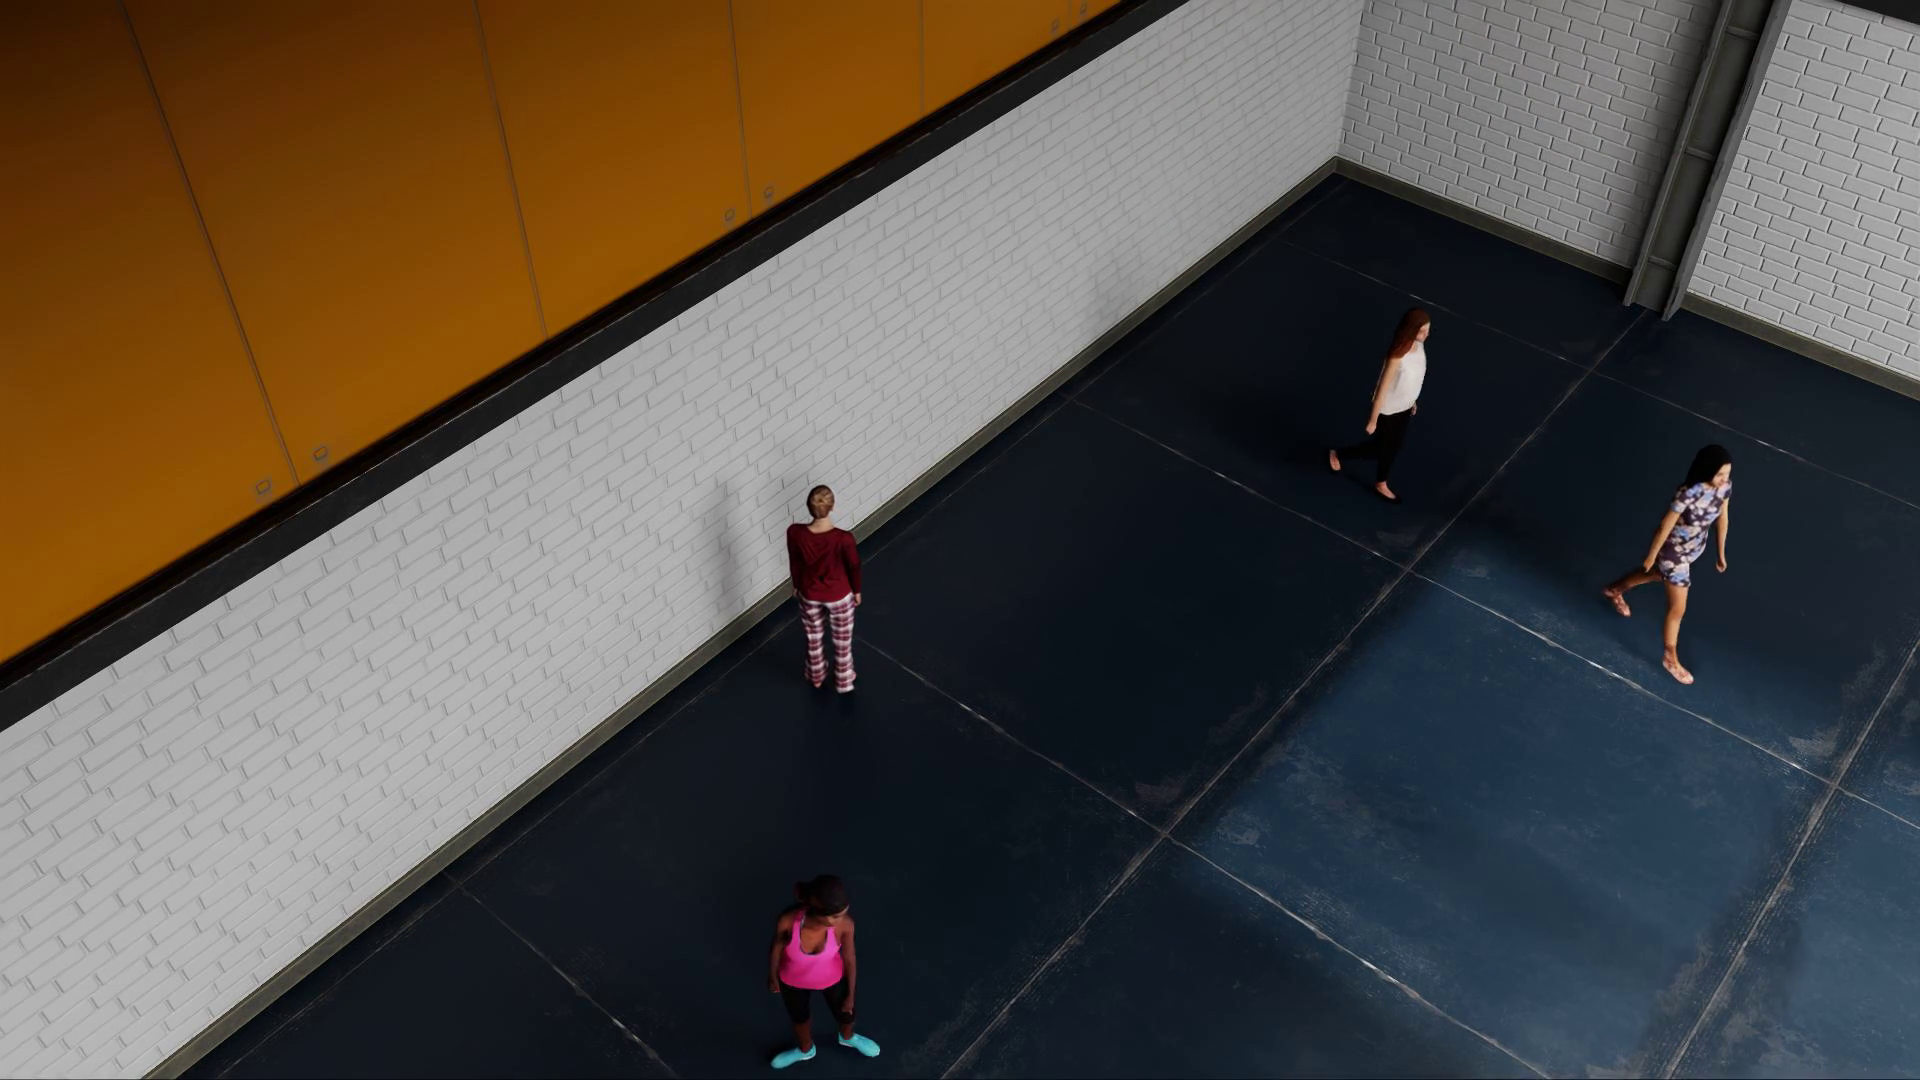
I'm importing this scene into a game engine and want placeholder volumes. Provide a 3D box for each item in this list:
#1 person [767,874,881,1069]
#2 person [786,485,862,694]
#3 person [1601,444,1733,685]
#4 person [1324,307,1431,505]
[{"bbox_3d":[-0.794,2.202,8.472,0.752,1.701,0.866,13,45,13],"label":"person"},{"bbox_3d":[-0.852,0.306,10.463,0.641,1.699,0.746,5,44,5],"label":"person"},{"bbox_3d":[4.600,0.022,10.768,0.886,1.690,1.219,-21,47,-21],"label":"person"},{"bbox_3d":[2.981,-0.980,11.810,0.842,1.705,0.623,29,51,27],"label":"person"}]
